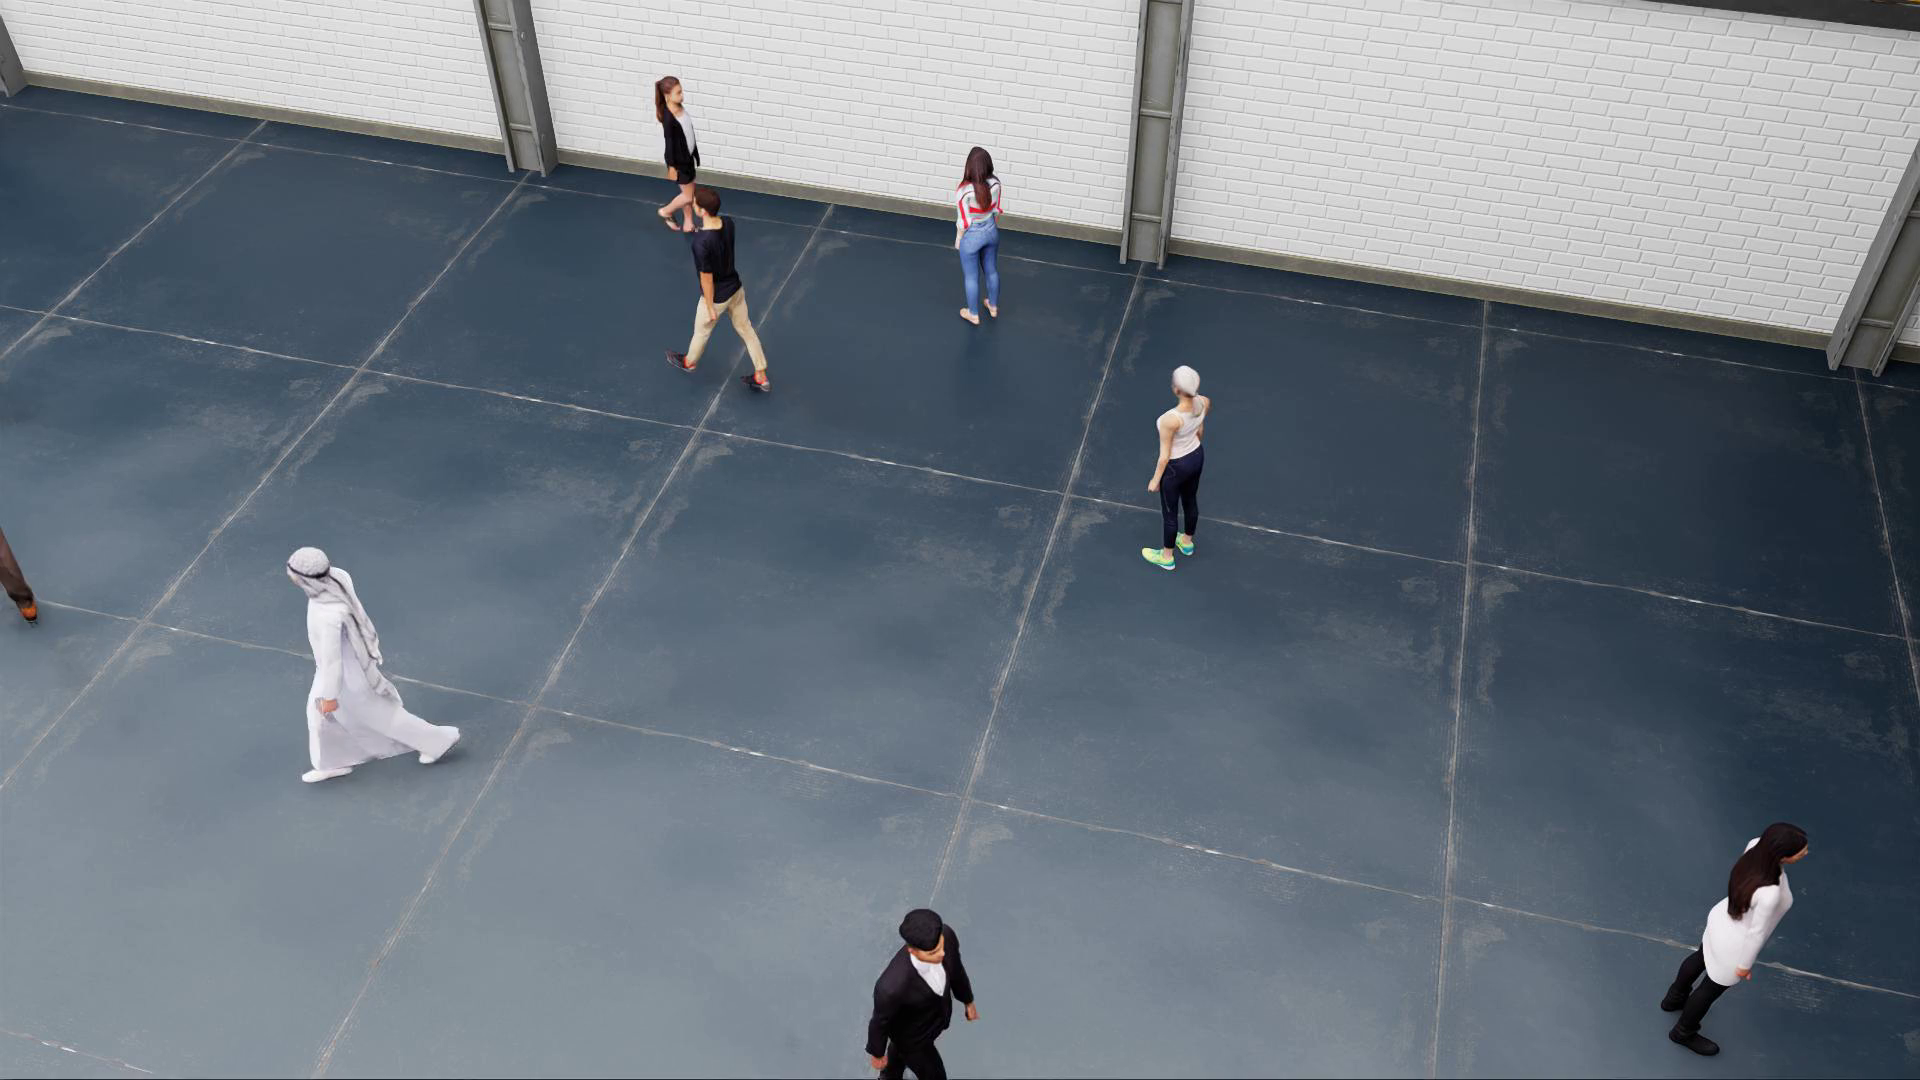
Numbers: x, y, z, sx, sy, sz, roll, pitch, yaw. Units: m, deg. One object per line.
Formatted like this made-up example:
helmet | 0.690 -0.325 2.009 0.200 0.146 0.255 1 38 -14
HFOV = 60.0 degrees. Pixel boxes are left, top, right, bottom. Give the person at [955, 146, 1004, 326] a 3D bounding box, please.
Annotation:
person | 0.158 -2.533 13.815 0.657 1.612 0.715 -23 48 -22

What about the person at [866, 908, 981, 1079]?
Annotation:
person | -0.279 2.396 8.471 1.206 1.847 0.971 26 49 25

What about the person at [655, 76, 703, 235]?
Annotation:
person | -2.550 -3.402 14.772 0.675 1.551 0.547 10 44 10

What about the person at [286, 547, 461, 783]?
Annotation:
person | -3.630 0.779 10.131 1.298 1.898 1.162 -17 46 -17

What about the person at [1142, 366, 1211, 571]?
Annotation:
person | 1.545 -0.505 11.618 0.686 1.706 0.706 -31 52 -29

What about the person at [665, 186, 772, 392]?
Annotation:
person | -1.787 -1.909 13.018 1.209 1.809 0.848 22 48 21

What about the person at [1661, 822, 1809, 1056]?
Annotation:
person | 4.095 2.084 8.827 0.548 1.808 0.619 7 44 7
